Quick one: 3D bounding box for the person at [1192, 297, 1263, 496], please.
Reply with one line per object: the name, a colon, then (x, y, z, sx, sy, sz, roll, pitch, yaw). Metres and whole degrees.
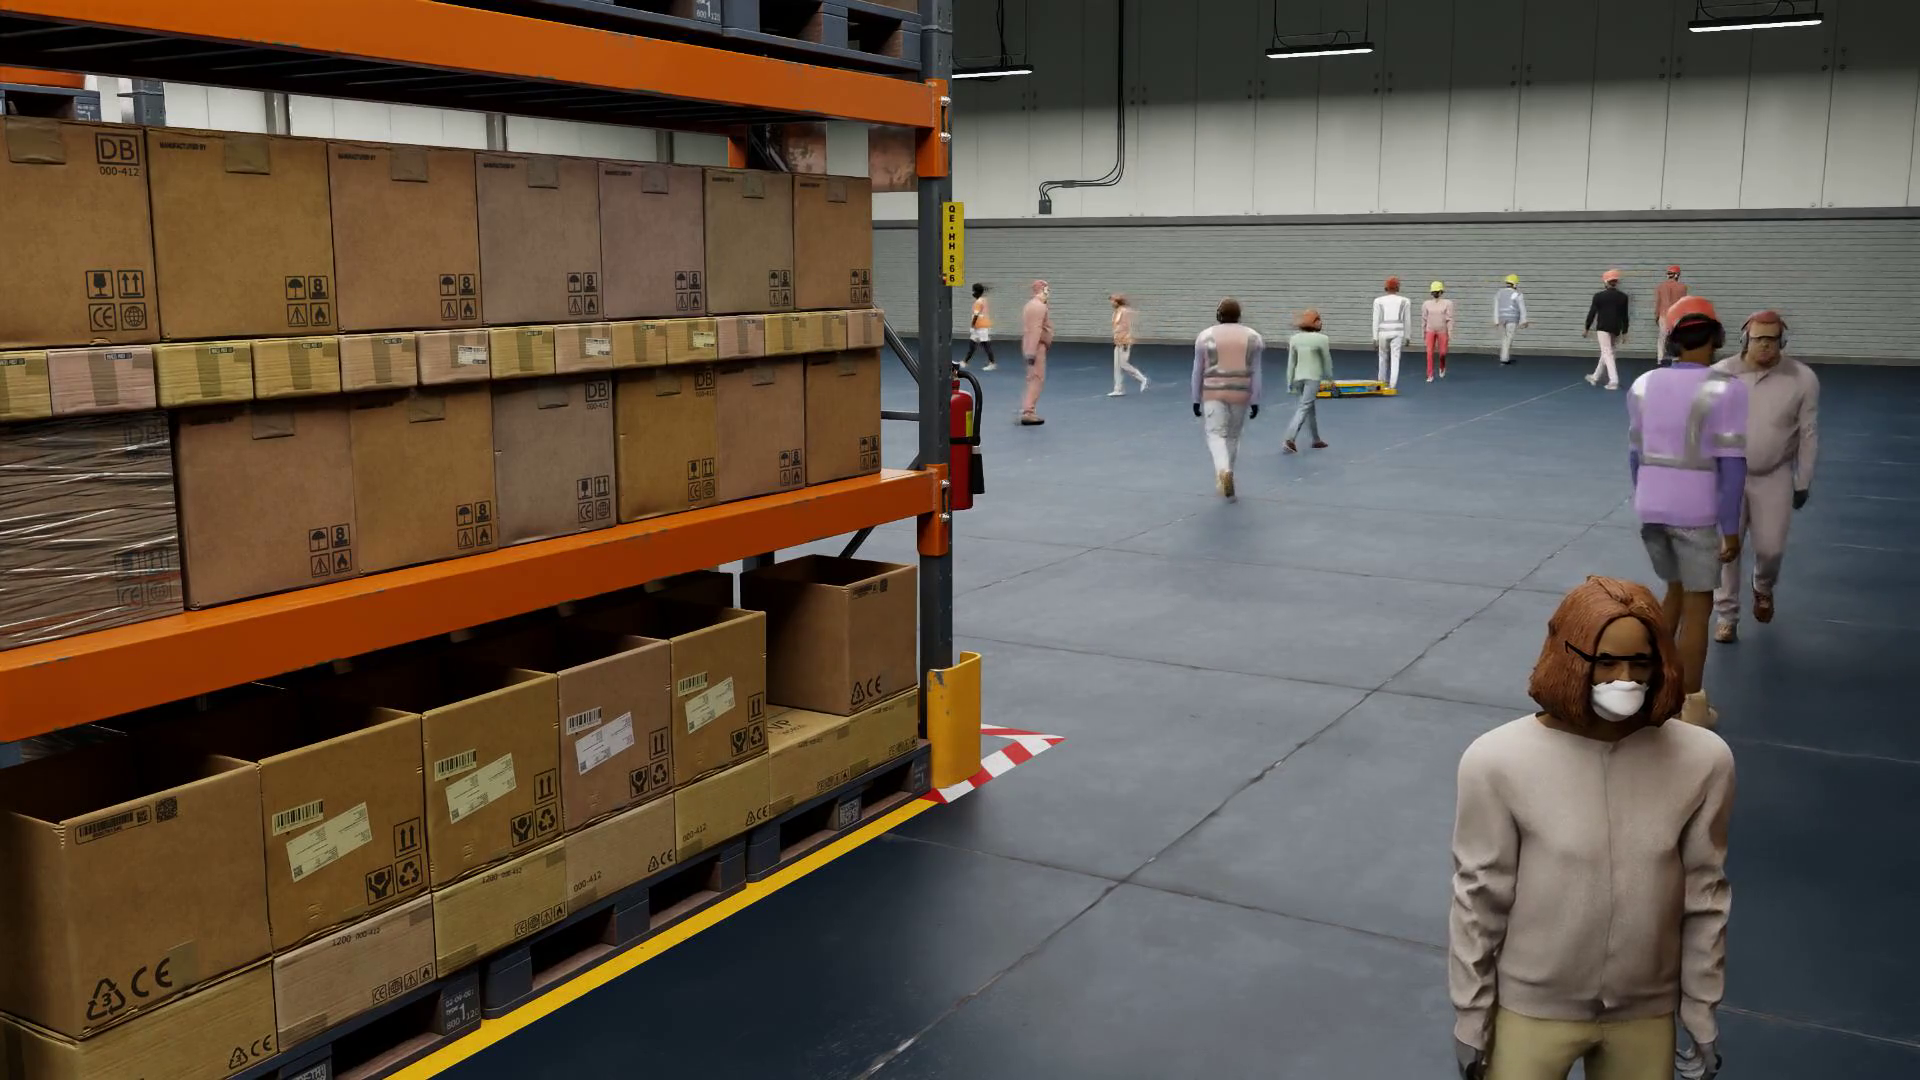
person: (2.421, -1.283, 15.045, 0.621, 1.819, 0.803, 0, 10, -2)

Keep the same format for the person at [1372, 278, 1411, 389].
person: (6.879, -3.260, 26.533, 0.592, 1.839, 0.988, 2, 10, 11)

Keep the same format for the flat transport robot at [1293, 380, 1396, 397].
flat transport robot: (5.983, -2.370, 25.889, 1.431, 0.197, 0.652, -3, 10, -16)

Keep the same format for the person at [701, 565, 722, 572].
person: (-1.350, -0.039, 7.922, 0.521, 1.746, 0.405, 9, 13, 42)

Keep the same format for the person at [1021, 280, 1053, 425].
person: (0.977, -2.436, 21.610, 0.468, 1.870, 0.740, -2, 10, -9)

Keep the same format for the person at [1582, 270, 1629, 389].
person: (10.665, -3.469, 27.458, 0.604, 1.937, 1.045, -2, 10, -14)

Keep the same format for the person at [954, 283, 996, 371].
person: (0.294, -4.028, 31.527, 0.874, 1.644, 0.554, 1, 10, 6)

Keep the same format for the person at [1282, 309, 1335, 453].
person: (3.864, -1.776, 18.547, 0.853, 1.595, 0.494, -7, 12, -37)

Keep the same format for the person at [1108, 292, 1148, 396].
person: (2.585, -3.034, 25.826, 0.555, 1.616, 0.559, -2, 10, -12)

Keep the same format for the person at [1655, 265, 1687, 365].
person: (14.274, -4.508, 33.395, 0.609, 1.986, 0.391, 7, 12, 37)

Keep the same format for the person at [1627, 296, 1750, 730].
person: (3.371, -0.125, 7.737, 0.453, 2.003, 0.621, -5, 11, -26)

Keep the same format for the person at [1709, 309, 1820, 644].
person: (4.491, -0.367, 9.447, 0.641, 1.885, 0.552, 5, 11, 26)

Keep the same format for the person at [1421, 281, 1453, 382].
person: (8.271, -3.615, 28.837, 0.546, 1.750, 0.485, 4, 10, 22)

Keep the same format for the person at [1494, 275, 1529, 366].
person: (11.038, -4.378, 33.159, 0.787, 1.799, 0.595, -6, 11, -32)

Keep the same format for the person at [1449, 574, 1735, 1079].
person: (1.131, 0.860, 3.023, 0.493, 1.624, 0.280, 0, 10, -2)
